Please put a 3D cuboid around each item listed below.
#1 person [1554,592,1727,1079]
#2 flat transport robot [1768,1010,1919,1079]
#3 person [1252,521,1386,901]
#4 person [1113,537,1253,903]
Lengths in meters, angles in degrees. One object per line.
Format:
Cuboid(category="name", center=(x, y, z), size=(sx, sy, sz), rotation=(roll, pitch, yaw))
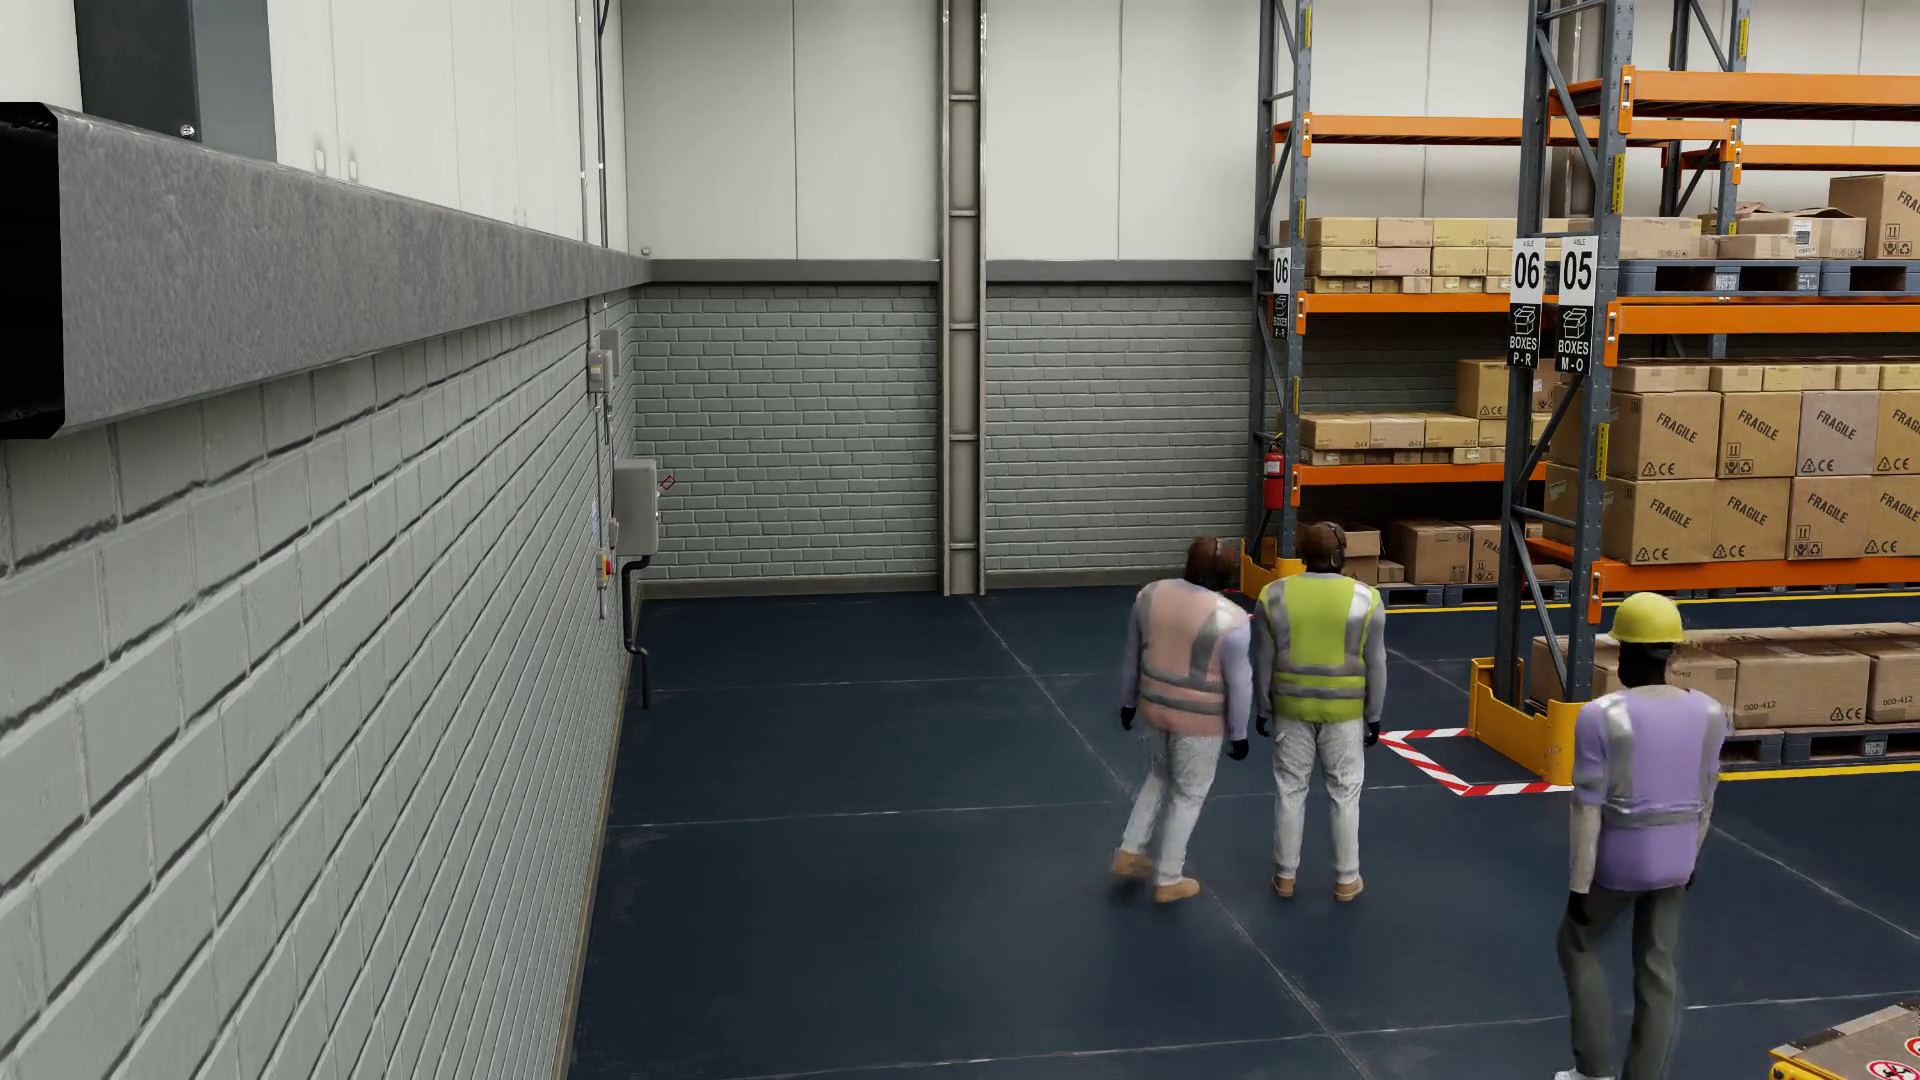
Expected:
Cuboid(category="person", center=(2.393, 1.126, 5.952), size=(0.601, 1.903, 0.567), rotation=(-2, 9, -10))
Cuboid(category="flat transport robot", center=(3.468, 1.943, 5.955), size=(1.431, 0.197, 0.652), rotation=(-5, 11, -29))
Cuboid(category="person", center=(1.730, 0.824, 8.036), size=(0.626, 1.840, 0.430), rotation=(3, 10, 16))
Cuboid(category="person", center=(1.090, 0.860, 7.958), size=(0.431, 1.804, 0.723), rotation=(-9, 13, -43))
